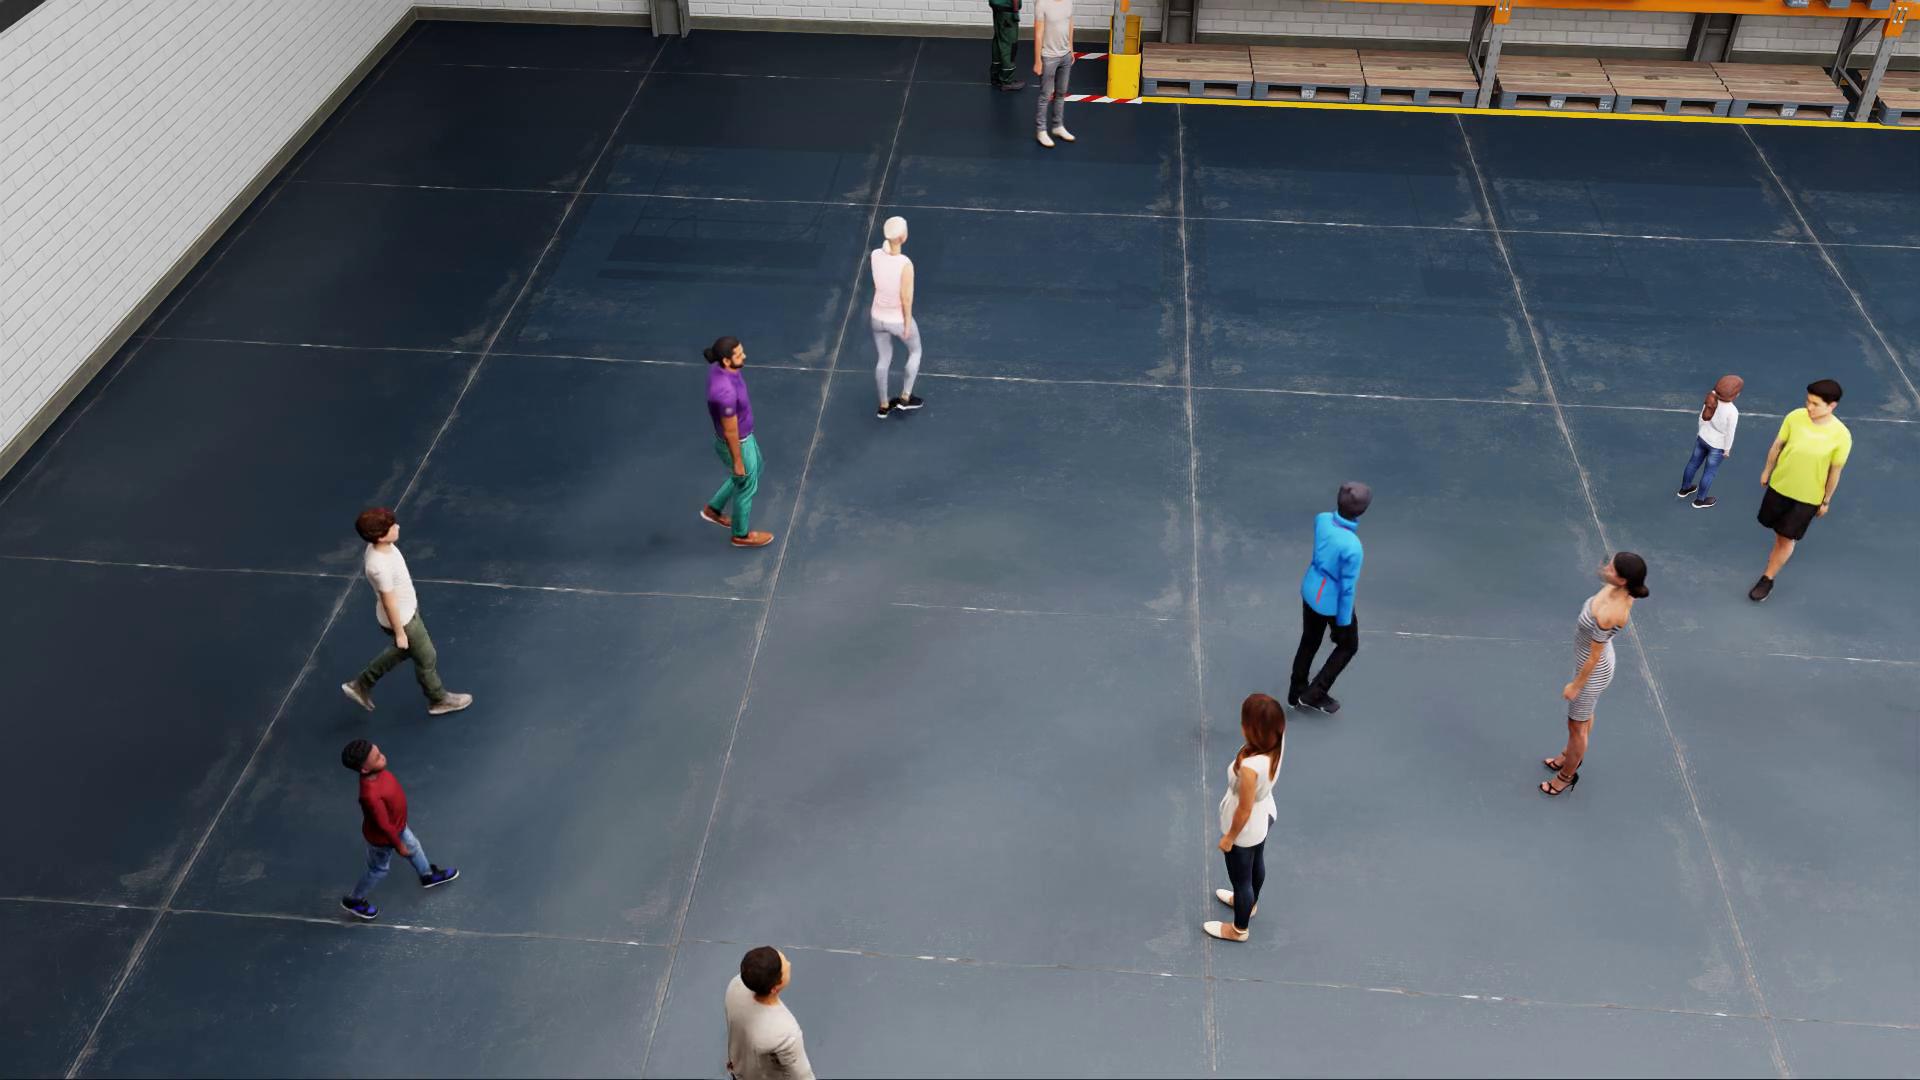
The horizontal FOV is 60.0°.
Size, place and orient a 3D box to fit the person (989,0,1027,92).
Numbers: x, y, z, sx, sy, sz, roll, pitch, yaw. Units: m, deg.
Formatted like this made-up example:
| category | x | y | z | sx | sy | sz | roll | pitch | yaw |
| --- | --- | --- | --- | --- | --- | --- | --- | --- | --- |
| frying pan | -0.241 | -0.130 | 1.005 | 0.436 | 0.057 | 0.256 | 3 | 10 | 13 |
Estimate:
| category | x | y | z | sx | sy | sz | roll | pitch | yaw |
| --- | --- | --- | --- | --- | --- | --- | --- | --- | --- |
| person | 0.502 | -5.825 | 18.070 | 0.772 | 1.838 | 0.777 | -16 | 41 | -19 |

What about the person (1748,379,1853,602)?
| category | x | y | z | sx | sy | sz | roll | pitch | yaw |
| --- | --- | --- | --- | --- | --- | --- | --- | --- | --- |
| person | 5.778 | -0.406 | 11.408 | 1.067 | 1.685 | 1.016 | -30 | 47 | -32 |

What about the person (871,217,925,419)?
| category | x | y | z | sx | sy | sz | roll | pitch | yaw |
| --- | --- | --- | --- | --- | --- | --- | --- | --- | --- |
| person | -0.578 | -1.687 | 12.992 | 0.655 | 1.710 | 0.726 | 19 | 42 | 22 |

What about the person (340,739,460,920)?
| category | x | y | z | sx | sy | sz | roll | pitch | yaw |
| --- | --- | --- | --- | --- | --- | --- | --- | --- | --- |
| person | -3.263 | 1.608 | 9.235 | 0.924 | 1.251 | 0.682 | -8 | 39 | -10 |

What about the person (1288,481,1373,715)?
| category | x | y | z | sx | sy | sz | roll | pitch | yaw |
| --- | --- | --- | --- | --- | --- | --- | --- | --- | --- |
| person | 2.193 | 0.400 | 10.322 | 0.753 | 1.781 | 0.741 | -16 | 41 | -19 |

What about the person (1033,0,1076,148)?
| category | x | y | z | sx | sy | sz | roll | pitch | yaw |
| --- | --- | --- | --- | --- | --- | --- | --- | --- | --- |
| person | 0.949 | -4.958 | 16.946 | 0.750 | 1.887 | 0.806 | -29 | 47 | -31 |

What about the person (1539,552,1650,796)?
| category | x | y | z | sx | sy | sz | roll | pitch | yaw |
| --- | --- | --- | --- | --- | --- | --- | --- | --- | --- |
| person | 3.729 | 0.784 | 9.808 | 0.652 | 1.822 | 0.662 | 17 | 42 | 20 |

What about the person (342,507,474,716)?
| category | x | y | z | sx | sy | sz | roll | pitch | yaw |
| --- | --- | --- | --- | --- | --- | --- | --- | --- | --- |
| person | -3.558 | 0.494 | 10.319 | 1.066 | 1.638 | 0.811 | -11 | 40 | -13 |

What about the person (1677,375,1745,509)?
| category | x | y | z | sx | sy | sz | roll | pitch | yaw |
| --- | --- | --- | --- | --- | --- | --- | --- | --- | --- |
| person | 5.573 | -0.754 | 12.304 | 0.581 | 1.111 | 0.533 | -17 | 42 | -20 |

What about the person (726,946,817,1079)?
| category | x | y | z | sx | sy | sz | roll | pitch | yaw |
| --- | --- | --- | --- | --- | --- | --- | --- | --- | --- |
| person | -0.960 | 2.558 | 7.636 | 1.217 | 1.761 | 1.130 | -25 | 45 | -28 |

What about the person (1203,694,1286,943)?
| category | x | y | z | sx | sy | sz | roll | pitch | yaw |
| --- | --- | --- | --- | --- | --- | --- | --- | --- | --- |
| person | 1.570 | 1.502 | 8.942 | 0.658 | 1.782 | 0.670 | 19 | 42 | 22 |

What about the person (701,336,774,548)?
| category | x | y | z | sx | sy | sz | roll | pitch | yaw |
| --- | --- | --- | --- | --- | --- | --- | --- | --- | --- |
| person | -1.672 | -0.673 | 11.688 | 0.814 | 1.753 | 0.743 | -6 | 39 | -8 |
